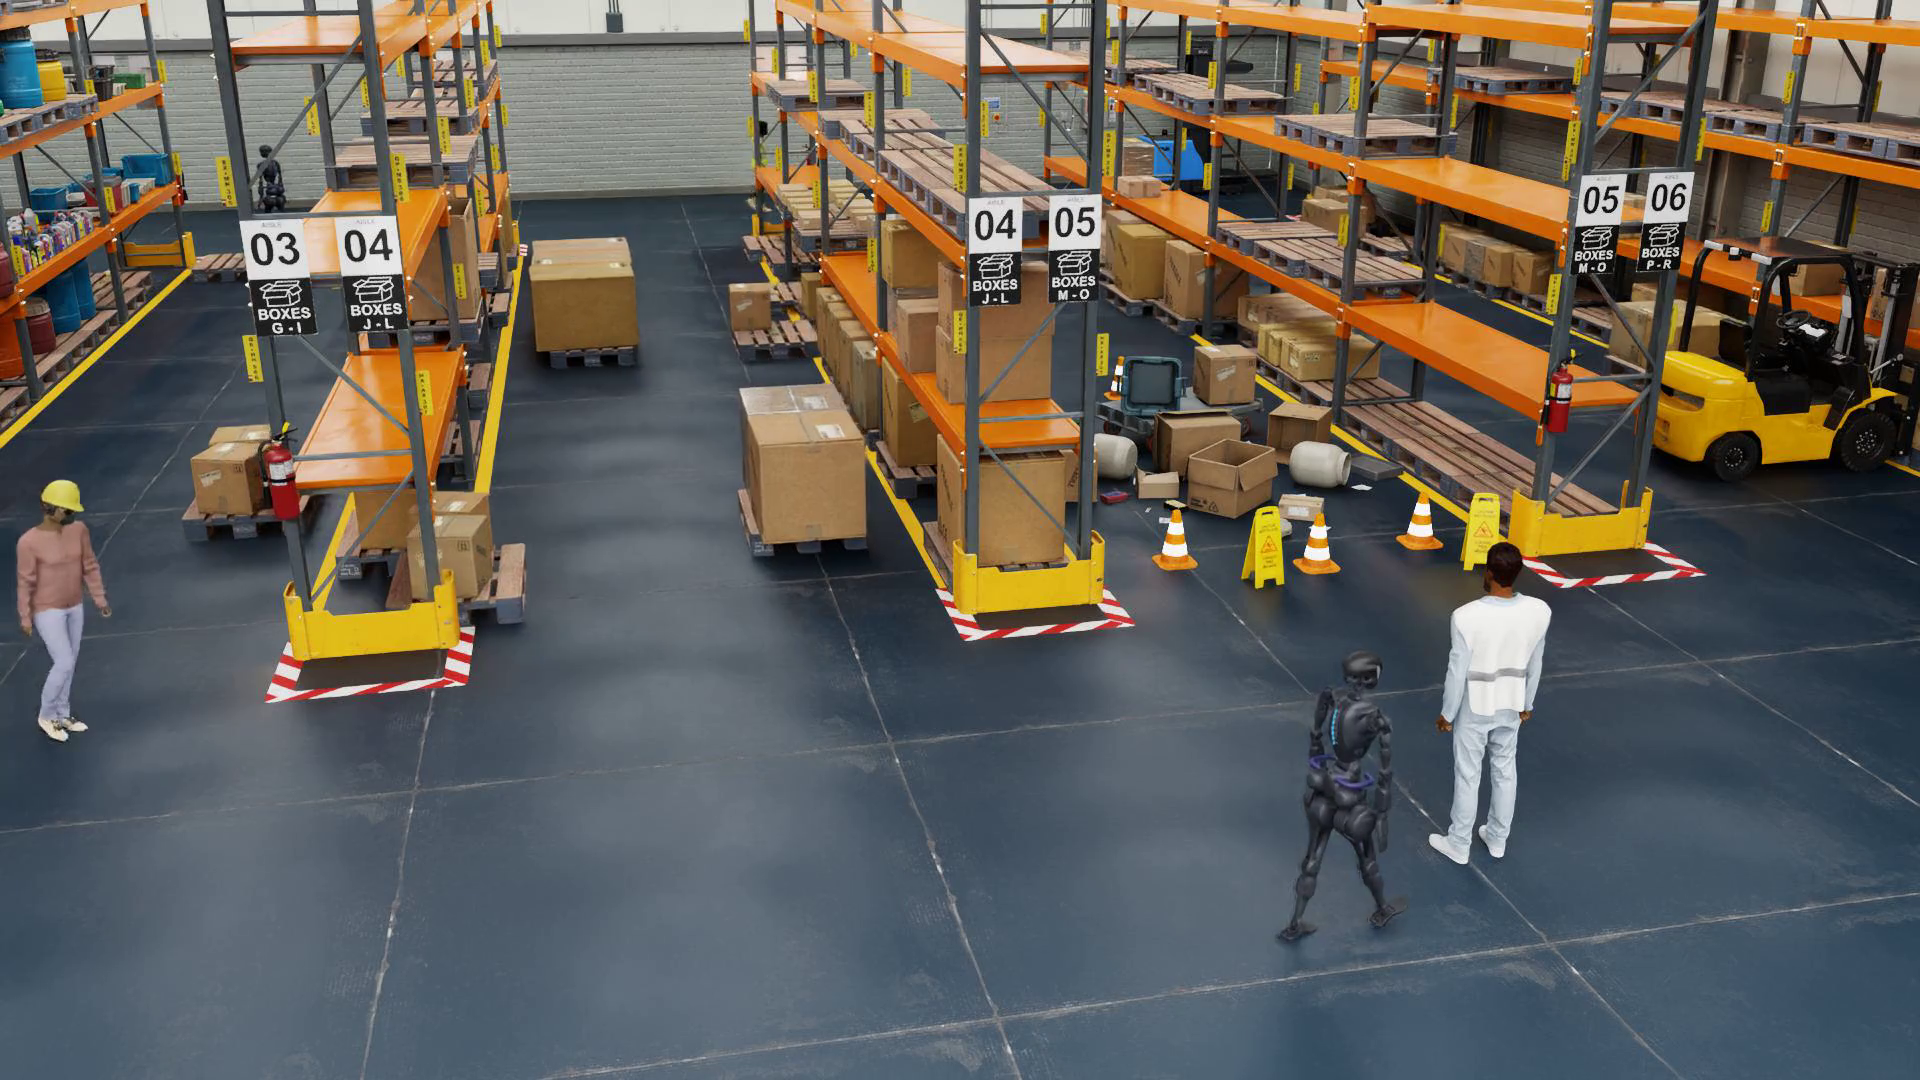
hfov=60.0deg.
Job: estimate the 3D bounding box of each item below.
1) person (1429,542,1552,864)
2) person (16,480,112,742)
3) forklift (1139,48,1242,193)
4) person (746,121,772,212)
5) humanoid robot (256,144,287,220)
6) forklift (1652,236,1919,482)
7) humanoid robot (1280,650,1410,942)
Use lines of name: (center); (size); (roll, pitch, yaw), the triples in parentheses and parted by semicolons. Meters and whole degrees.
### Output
person: (2.972, 0.925, 9.345); (0.592, 1.919, 0.392); (-5, 21, -14)
person: (-5.885, 0.453, 10.897); (0.462, 1.720, 0.583); (6, 21, 17)
forklift: (4.566, -8.313, 32.860); (1.873, 2.768, 1.129); (-4, 21, -12)
person: (-3.699, -6.879, 30.679); (0.406, 1.681, 0.542); (-3, 21, -9)
humanoid robot: (-11.457, -5.778, 27.803); (0.747, 1.637, 0.611); (7, 21, 18)
forklift: (8.013, -1.814, 16.330); (2.313, 2.155, 1.214); (-4, 21, -12)
humanoid robot: (2.034, 1.311, 8.702); (0.751, 1.629, 0.599); (-12, 24, -29)
